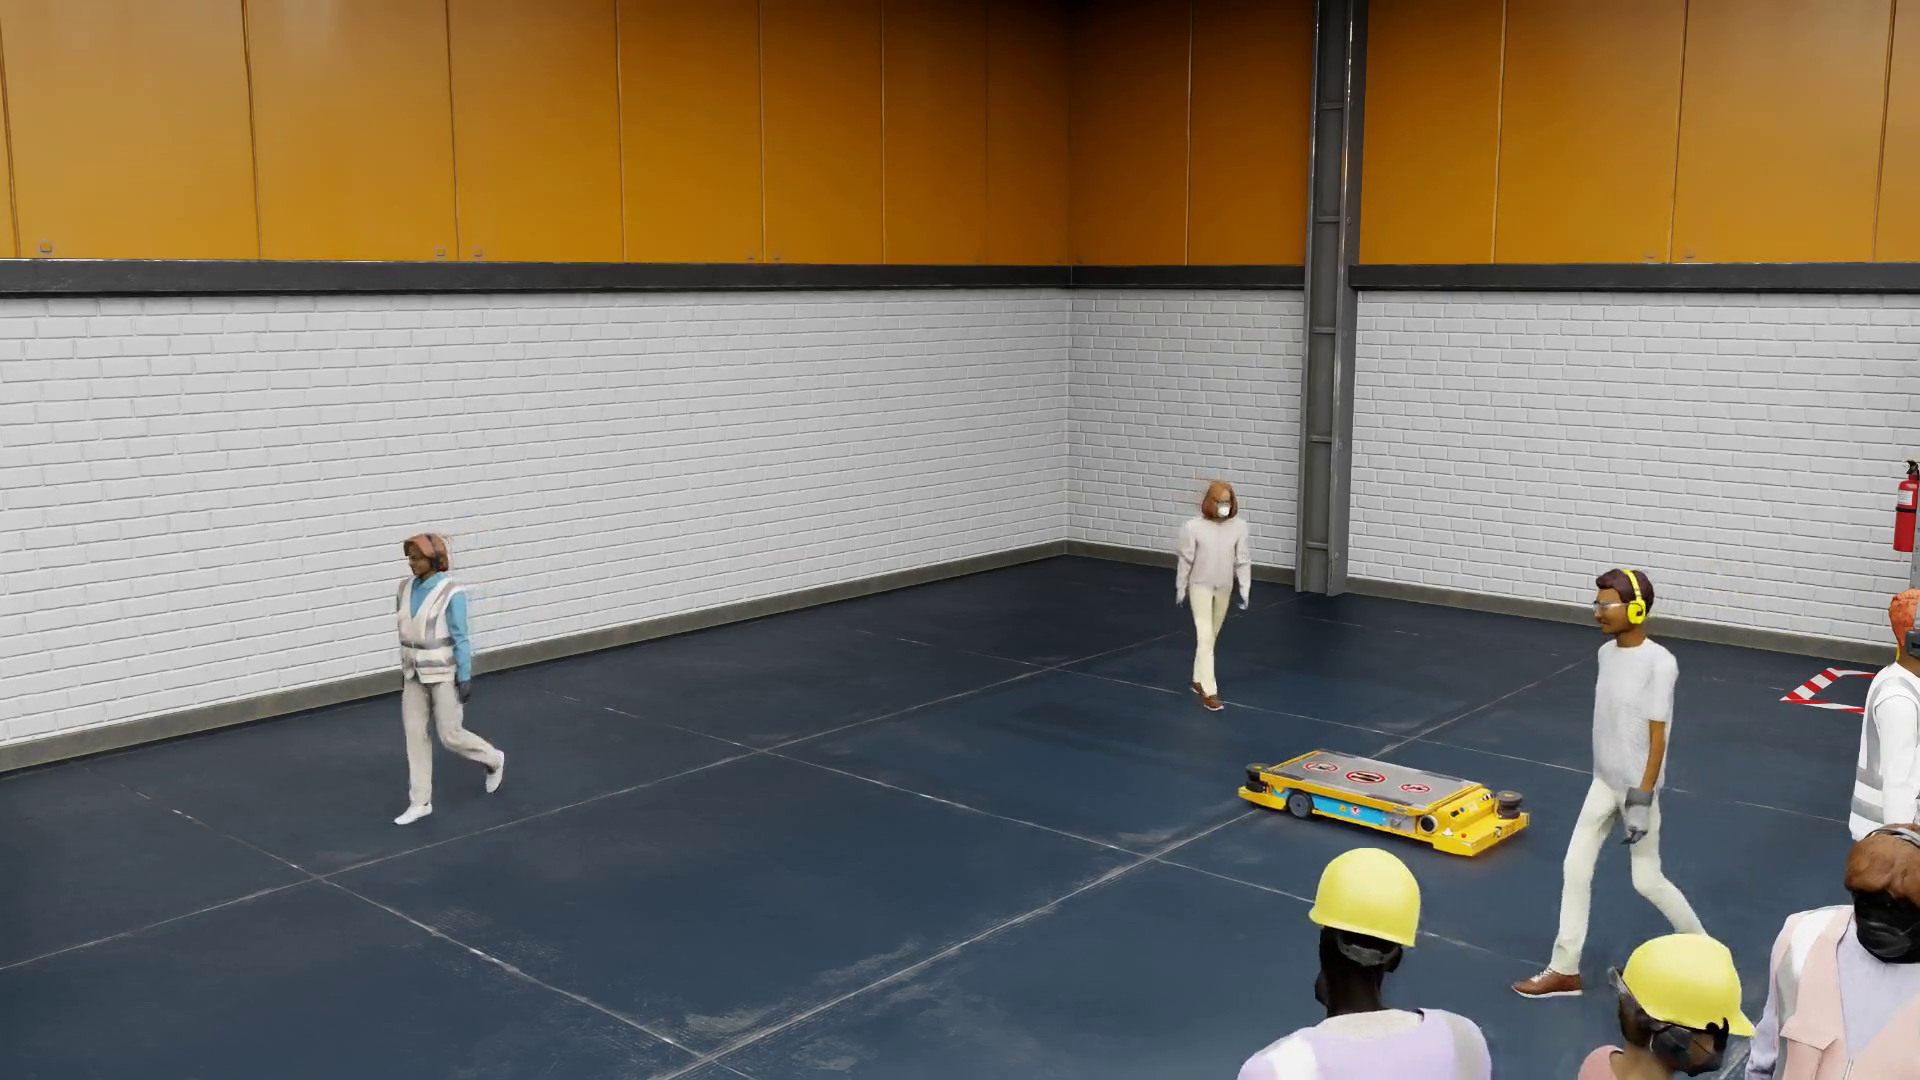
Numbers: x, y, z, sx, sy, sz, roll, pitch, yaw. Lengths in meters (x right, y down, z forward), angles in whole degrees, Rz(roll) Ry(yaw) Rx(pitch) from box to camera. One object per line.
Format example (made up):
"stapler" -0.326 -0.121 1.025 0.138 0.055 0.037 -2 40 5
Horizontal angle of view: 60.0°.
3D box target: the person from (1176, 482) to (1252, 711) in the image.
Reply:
"person" 1.806 0.387 11.700 0.497 1.590 0.852 -3 10 -18

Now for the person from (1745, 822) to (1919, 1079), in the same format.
"person" 2.059 1.527 3.772 0.429 1.838 0.621 -7 11 -36

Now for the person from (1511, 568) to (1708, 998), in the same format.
"person" 2.812 1.023 6.940 0.881 1.832 0.534 -3 9 -16

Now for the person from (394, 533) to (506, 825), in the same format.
"person" -2.904 0.748 9.340 0.520 1.622 0.644 5 10 30

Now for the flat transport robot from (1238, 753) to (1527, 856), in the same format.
"flat transport robot" 2.338 1.430 9.277 1.431 0.197 0.652 8 12 42

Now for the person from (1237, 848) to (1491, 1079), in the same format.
"person" 0.790 1.560 3.487 0.594 1.853 1.046 -2 9 -14

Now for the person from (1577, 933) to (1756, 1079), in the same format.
"person" 1.258 1.623 3.476 0.762 1.729 0.549 2 9 13

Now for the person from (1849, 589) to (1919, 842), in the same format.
"person" 3.511 1.117 6.197 0.355 1.883 0.575 5 10 29
